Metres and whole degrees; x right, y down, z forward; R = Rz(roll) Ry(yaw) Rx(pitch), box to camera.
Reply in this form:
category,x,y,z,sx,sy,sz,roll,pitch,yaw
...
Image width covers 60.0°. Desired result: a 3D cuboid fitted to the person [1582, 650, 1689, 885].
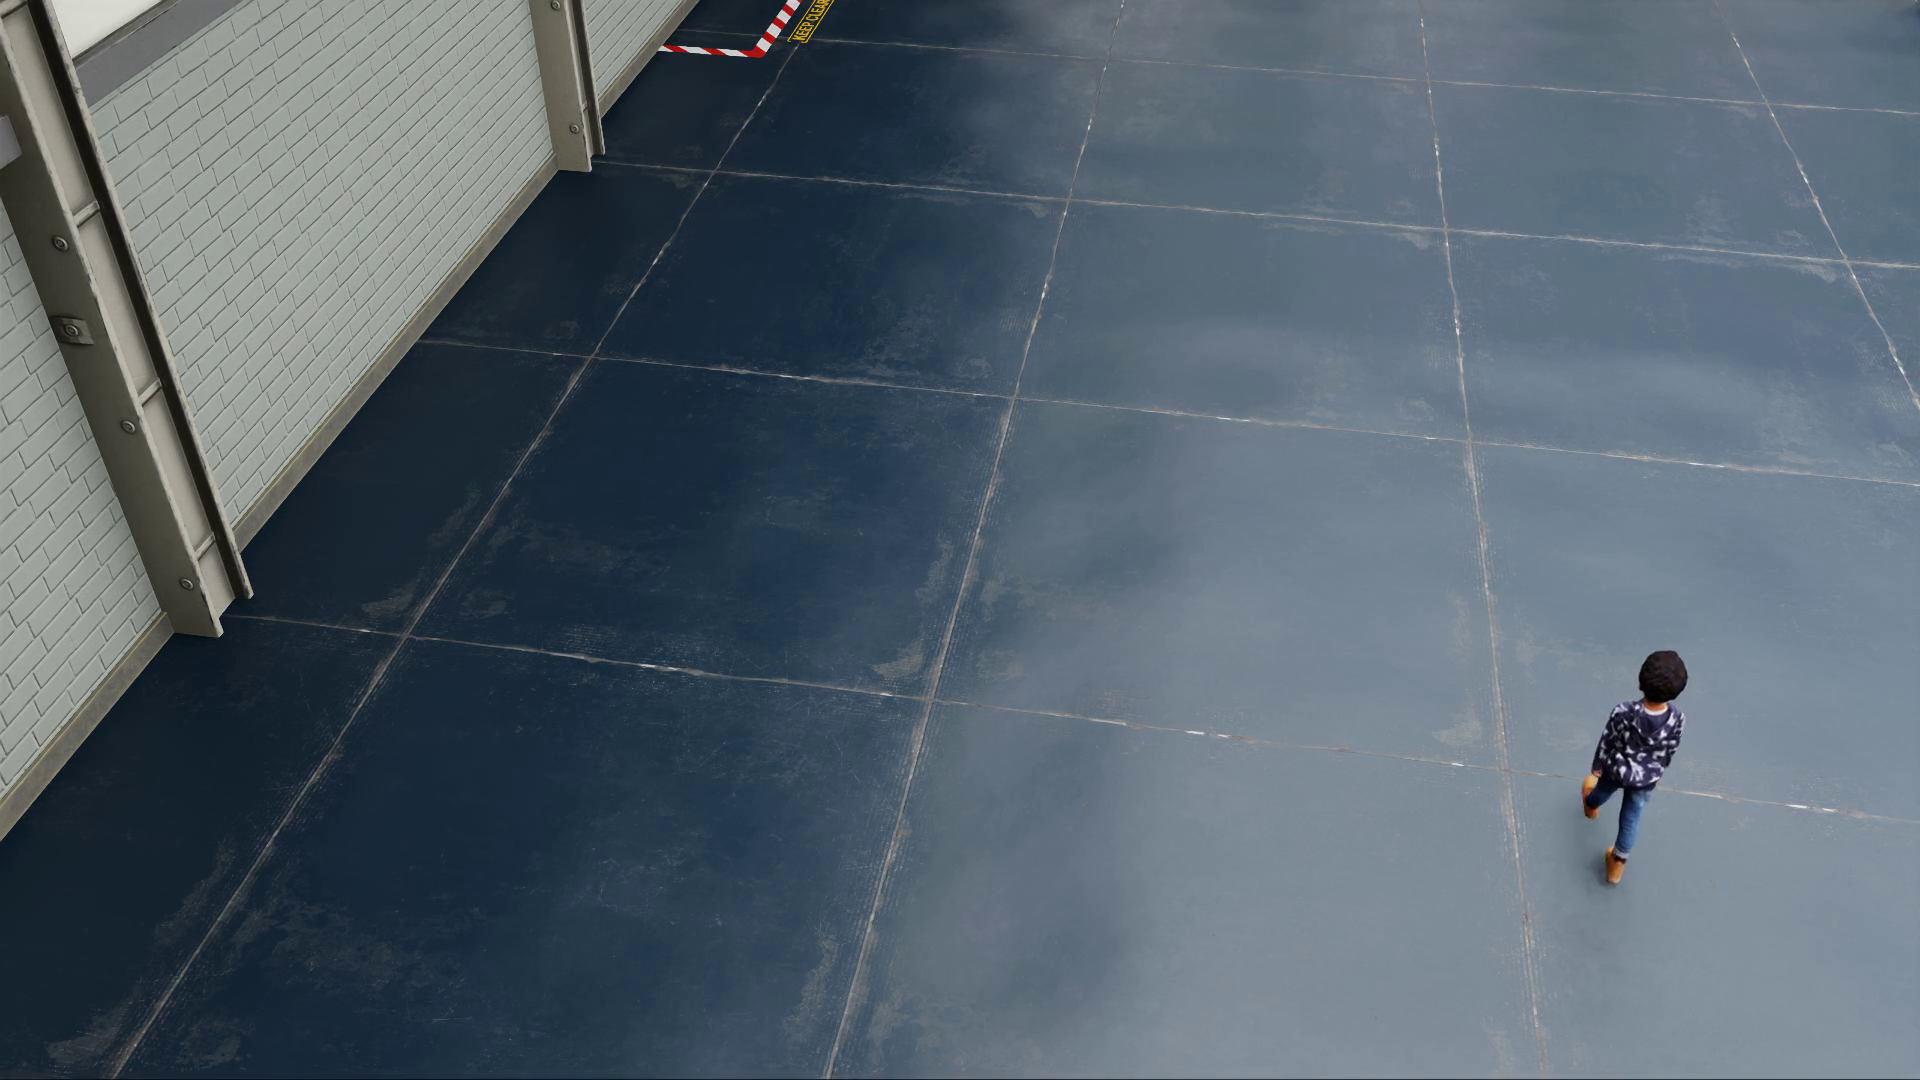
category,x,y,z,sx,sy,sz,roll,pitch,yaw
person,3.108,1.066,7.659,0.532,1.220,0.830,8,39,10
